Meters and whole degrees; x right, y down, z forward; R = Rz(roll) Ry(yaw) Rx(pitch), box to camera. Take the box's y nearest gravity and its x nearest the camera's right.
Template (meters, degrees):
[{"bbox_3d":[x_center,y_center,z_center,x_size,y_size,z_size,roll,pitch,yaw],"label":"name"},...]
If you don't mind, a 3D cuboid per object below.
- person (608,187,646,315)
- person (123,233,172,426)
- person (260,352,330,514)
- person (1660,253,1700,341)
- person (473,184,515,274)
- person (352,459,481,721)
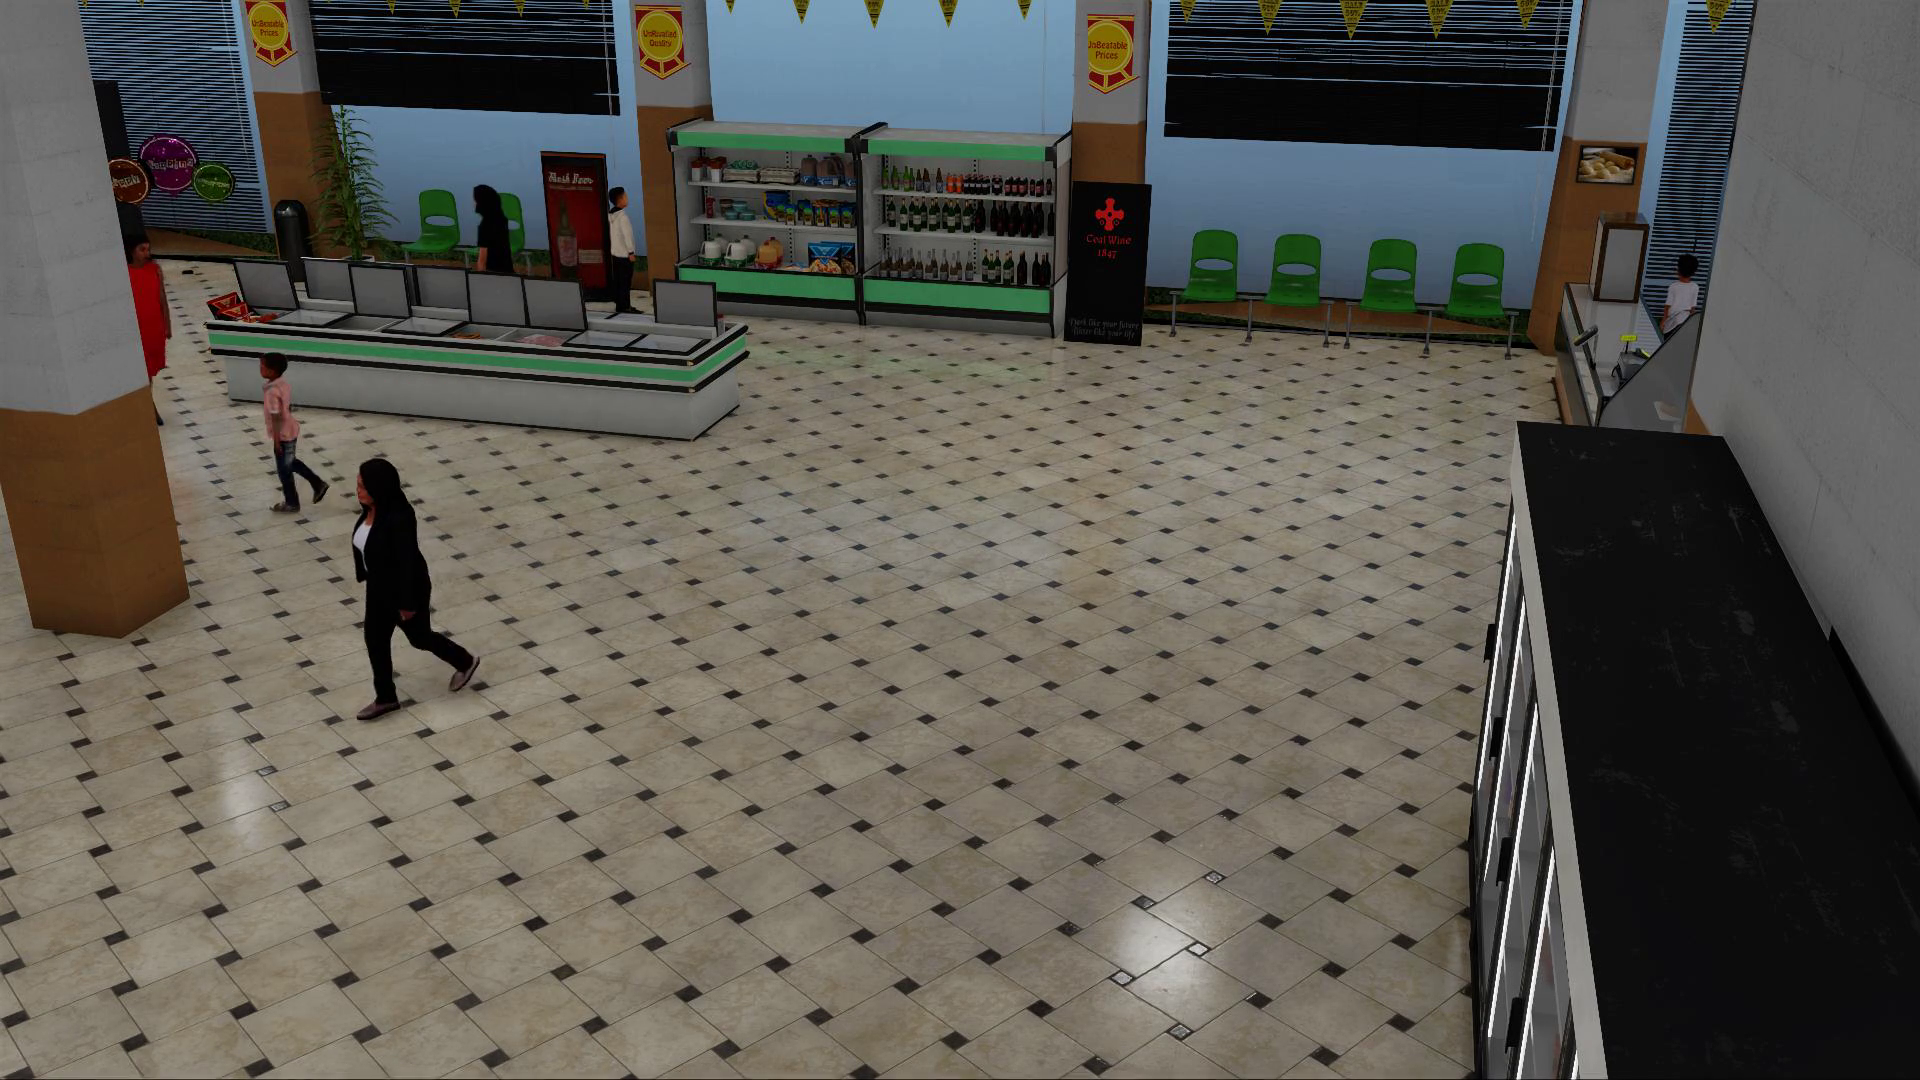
[{"bbox_3d":[-3.833,-3.265,18.833,0.717,1.455,0.646,-14,26,-31],"label":"person"},{"bbox_3d":[-7.452,-1.940,15.176,0.868,1.724,1.026,-19,29,-40],"label":"person"},{"bbox_3d":[-5.220,-0.836,12.999,0.749,1.298,0.620,-1,22,-2],"label":"person"},{"bbox_3d":[7.107,-2.204,16.453,0.528,1.261,0.622,-3,22,-7],"label":"person"},{"bbox_3d":[-4.639,-2.709,16.954,0.658,1.825,0.659,6,23,14],"label":"person"},{"bbox_3d":[-3.248,0.274,9.847,1.050,1.590,0.972,17,28,37],"label":"person"}]
